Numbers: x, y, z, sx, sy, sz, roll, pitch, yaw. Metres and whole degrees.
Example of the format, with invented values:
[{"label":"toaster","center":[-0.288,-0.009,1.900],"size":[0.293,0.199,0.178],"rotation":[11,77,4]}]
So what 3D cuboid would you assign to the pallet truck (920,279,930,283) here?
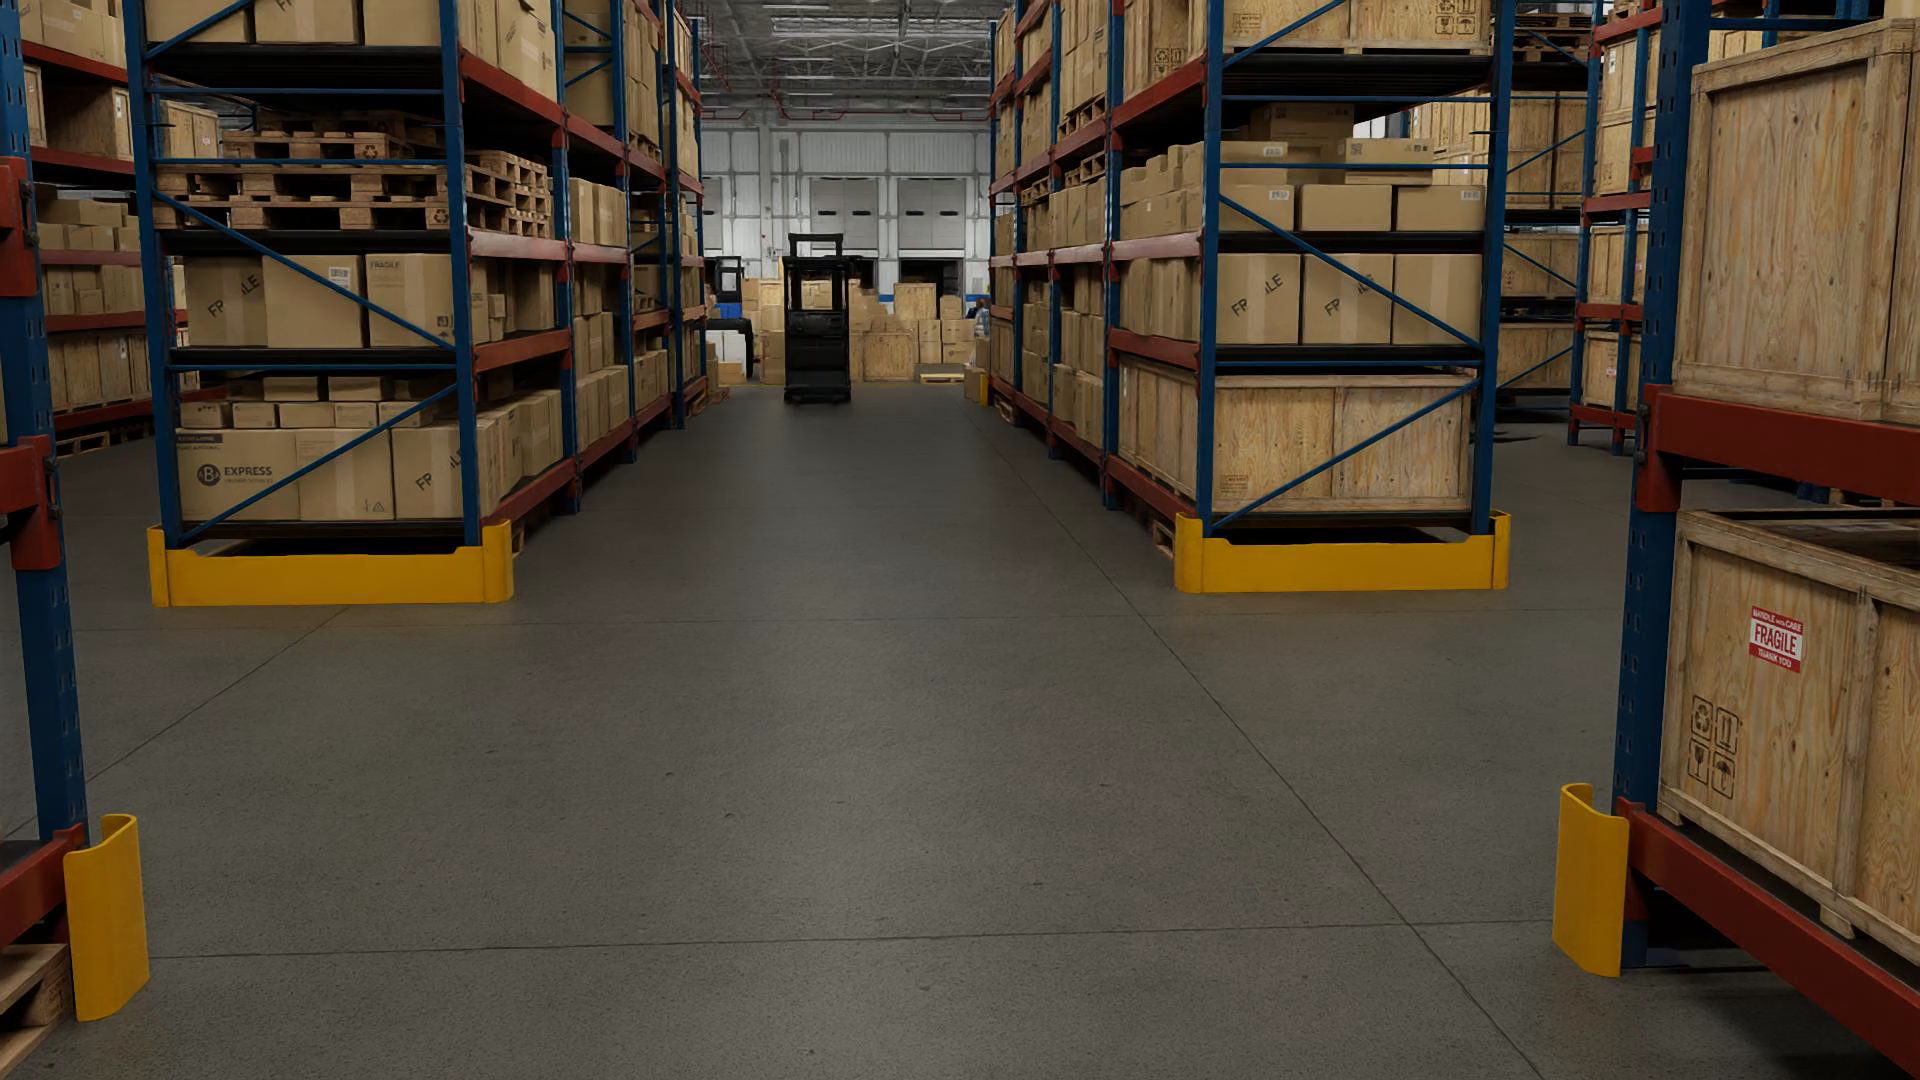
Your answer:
[{"label":"pallet truck","center":[-0.932,-8.922,63.114],"size":[1.885,1.965,0.823],"rotation":[2,9,13]}]

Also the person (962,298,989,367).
[{"label":"person","center":[0.486,-4.779,38.361],"size":[0.884,1.594,0.531],"rotation":[-2,9,-13]}]

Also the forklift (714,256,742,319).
[{"label":"forklift","center":[-8.543,-9.115,61.562],"size":[1.129,2.768,1.873],"rotation":[-1,9,-4]}]

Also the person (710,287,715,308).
[{"label":"person","center":[-9.115,-8.608,62.074],"size":[0.540,1.700,0.315],"rotation":[1,9,6]}]

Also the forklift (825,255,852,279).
[{"label":"forklift","center":[-4.261,-8.622,58.469],"size":[1.129,2.768,1.873],"rotation":[-4,10,-23]}]

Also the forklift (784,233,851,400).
[{"label":"forklift","center":[-2.438,-3.832,28.391],"size":[1.129,2.768,1.873],"rotation":[-1,9,-4]}]
